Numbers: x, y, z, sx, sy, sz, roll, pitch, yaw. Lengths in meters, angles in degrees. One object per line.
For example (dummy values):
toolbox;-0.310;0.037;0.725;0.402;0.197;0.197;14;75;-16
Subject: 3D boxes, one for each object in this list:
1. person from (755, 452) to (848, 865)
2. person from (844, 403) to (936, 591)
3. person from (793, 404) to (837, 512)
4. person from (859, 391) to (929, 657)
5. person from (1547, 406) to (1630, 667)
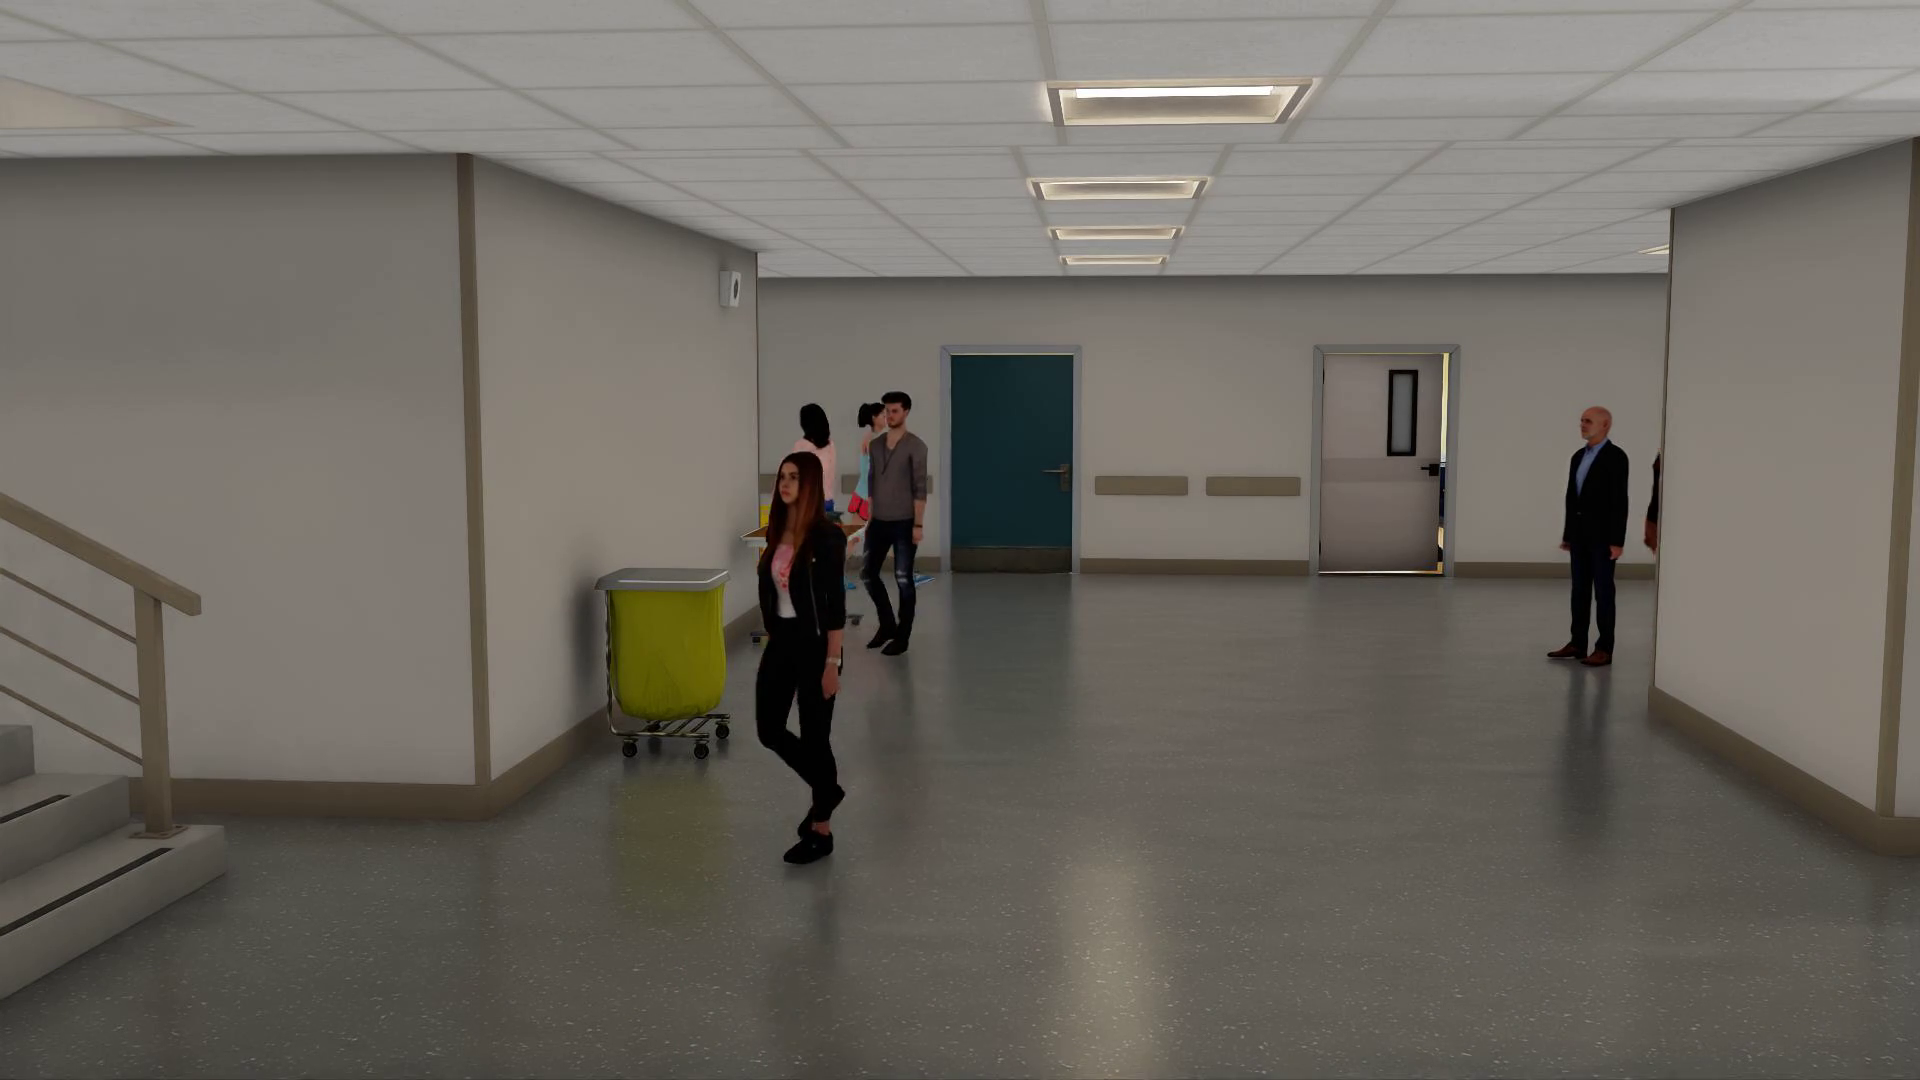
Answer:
person;-0.587;0.479;6.991;0.772;1.703;0.837;5;8;40
person;-0.884;-0.336;15.085;1.251;1.704;0.748;2;6;17
person;-1.217;-0.289;14.412;1.008;1.744;1.024;-4;7;-31
person;-0.424;-0.129;12.062;0.744;1.897;0.882;4;7;34
person;4.452;-0.040;11.662;0.750;1.800;0.767;-2;6;-21
